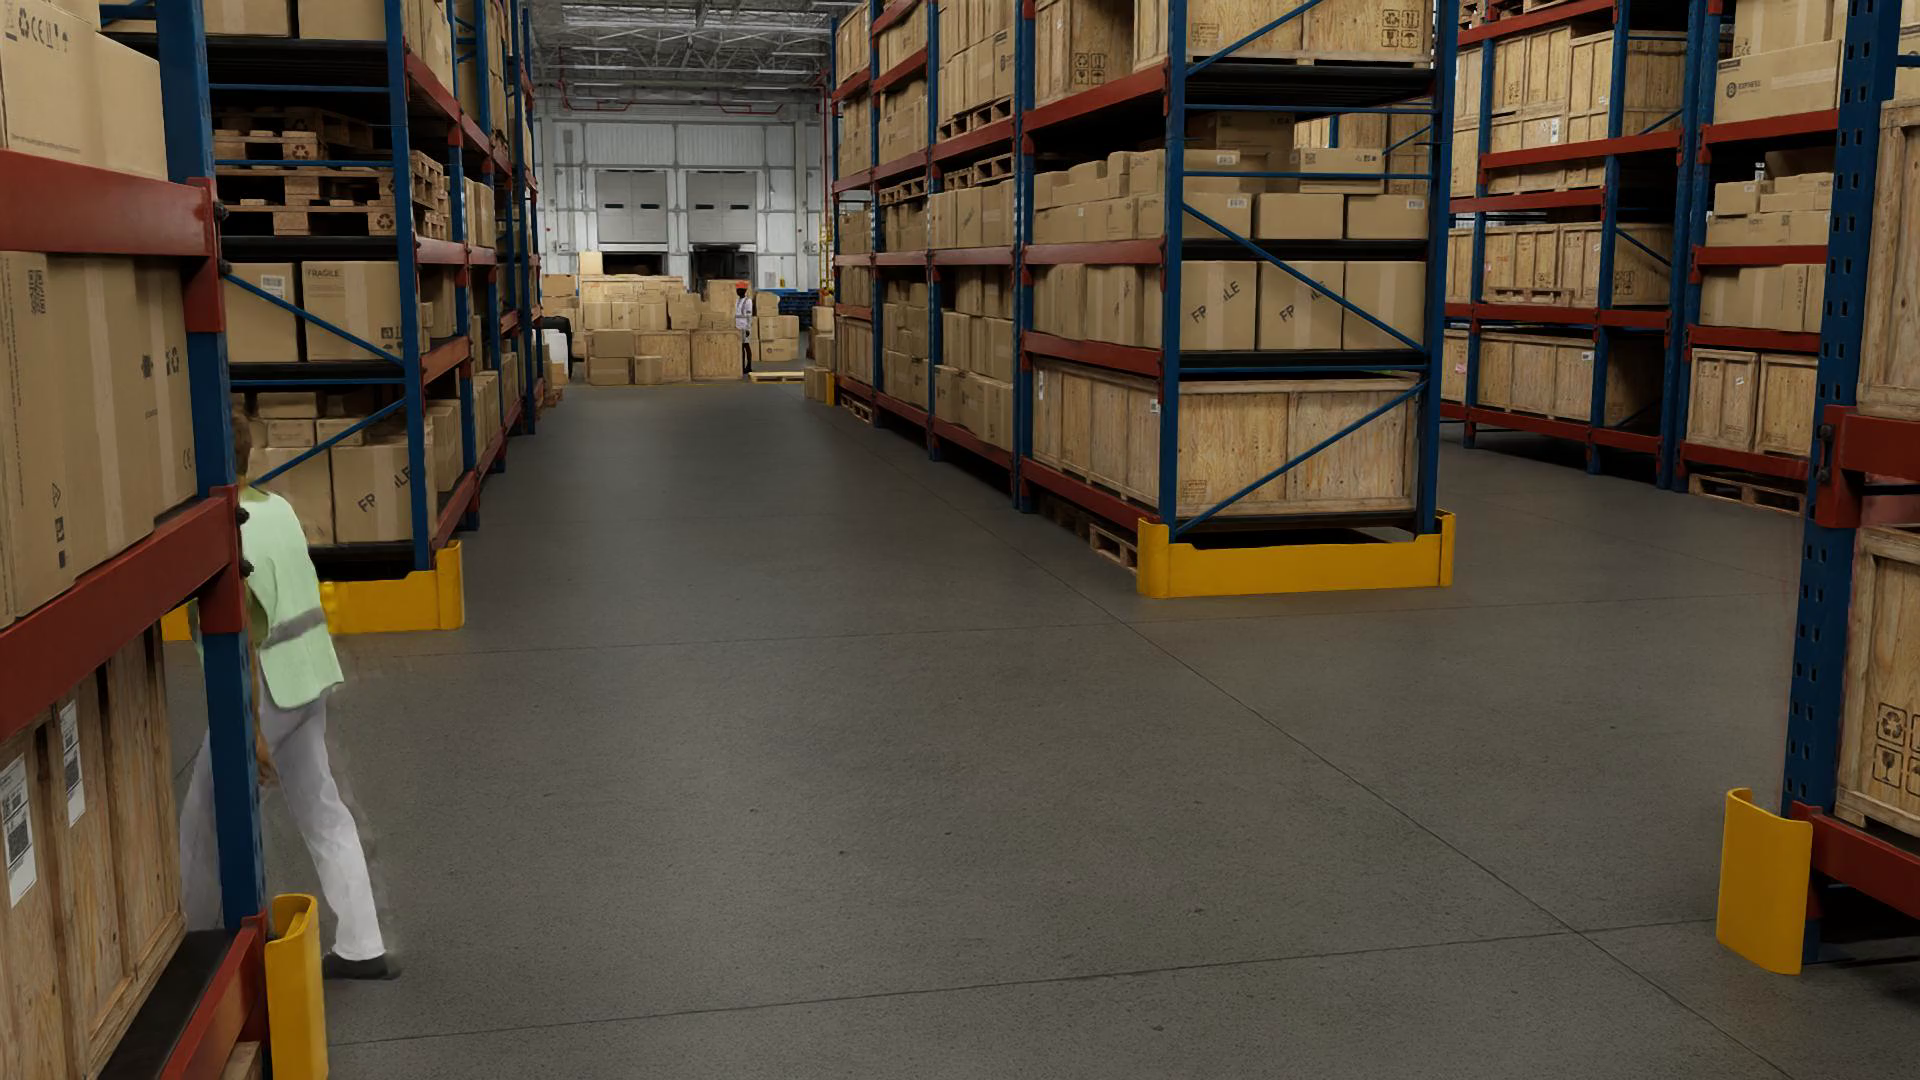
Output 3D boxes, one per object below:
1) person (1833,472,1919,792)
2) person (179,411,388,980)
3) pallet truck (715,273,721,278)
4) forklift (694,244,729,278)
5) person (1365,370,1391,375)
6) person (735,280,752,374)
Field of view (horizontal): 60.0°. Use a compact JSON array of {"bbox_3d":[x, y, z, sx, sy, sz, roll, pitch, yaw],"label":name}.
[{"bbox_3d":[3.549,0.289,6.172,0.993,1.849,0.667,-3,10,-19],"label":"person"},{"bbox_3d":[-2.214,0.502,5.036,0.902,1.799,0.617,0,9,2],"label":"person"},{"bbox_3d":[-8.580,-8.986,62.280,1.885,1.965,0.823,1,9,5],"label":"pallet truck"},{"bbox_3d":[-6.670,-6.553,44.766,1.129,2.768,1.873,-4,10,-21],"label":"forklift"},{"bbox_3d":[3.744,-1.134,15.354,0.320,1.692,0.529,-9,13,-43],"label":"person"},{"bbox_3d":[-4.551,-4.444,34.762,0.351,1.942,0.547,-8,12,-39],"label":"person"}]
